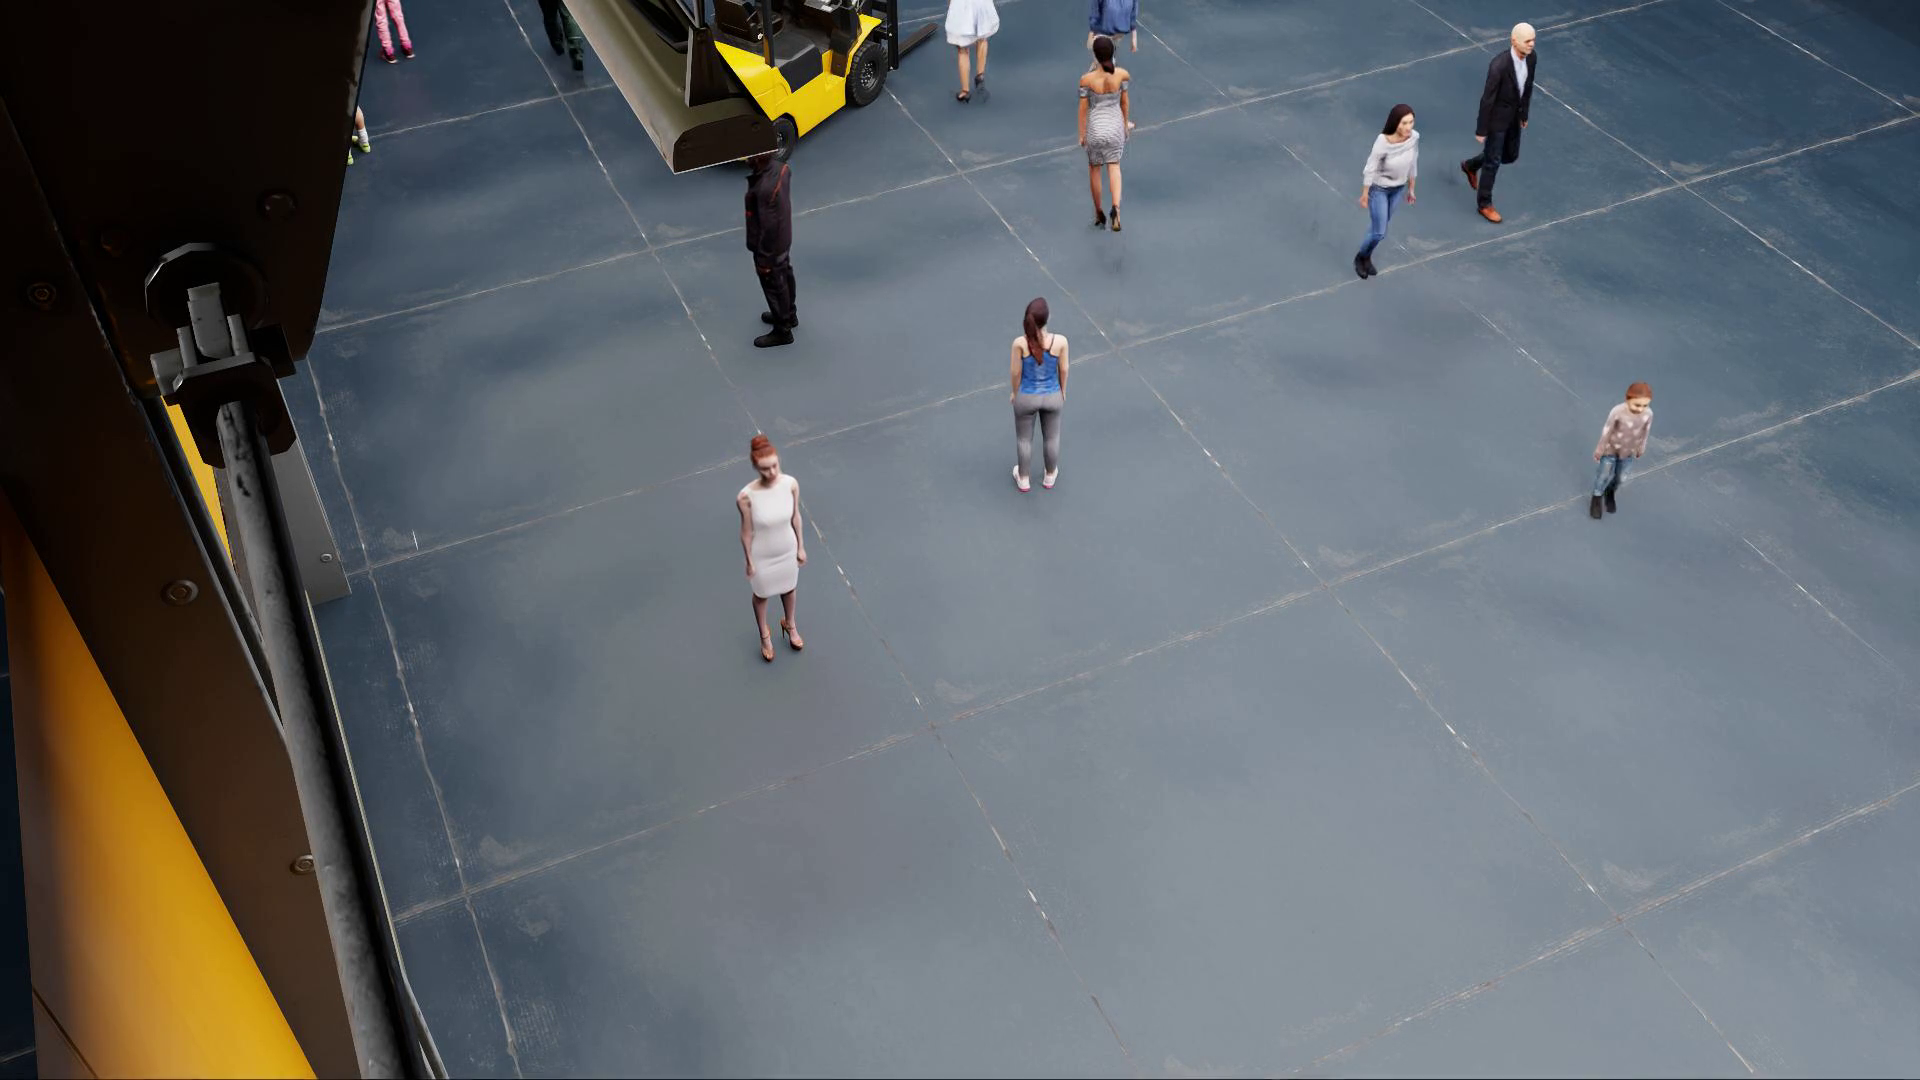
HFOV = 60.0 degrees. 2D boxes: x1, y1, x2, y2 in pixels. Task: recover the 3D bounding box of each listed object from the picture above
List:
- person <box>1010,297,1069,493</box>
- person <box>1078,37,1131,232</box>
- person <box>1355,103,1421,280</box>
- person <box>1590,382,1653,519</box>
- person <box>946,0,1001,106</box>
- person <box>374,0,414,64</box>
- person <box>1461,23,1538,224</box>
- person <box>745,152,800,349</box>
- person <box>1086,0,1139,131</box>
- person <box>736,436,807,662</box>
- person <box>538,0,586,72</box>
[{"bbox_3d":[0.555,-1.025,11.829,0.629,1.609,0.633,-3,44,-3],"label":"person"},{"bbox_3d":[1.239,-3.380,14.156,0.749,1.809,0.861,-3,44,-3],"label":"person"},{"bbox_3d":[3.483,-2.932,13.822,0.619,1.621,0.594,-22,48,-21],"label":"person"},{"bbox_3d":[4.666,-0.686,11.779,0.581,1.188,0.619,7,44,7],"label":"person"},{"bbox_3d":[0.114,-5.034,15.910,0.878,1.786,0.993,-3,44,-3],"label":"person"},{"bbox_3d":[-5.804,-5.509,16.656,0.576,1.445,0.561,-29,51,-27],"label":"person"},{"bbox_3d":[4.685,-3.699,14.504,0.737,1.792,0.913,-23,48,-22],"label":"person"},{"bbox_3d":[-1.462,-2.356,13.075,0.852,1.817,0.735,5,44,5],"label":"person"},{"bbox_3d":[1.363,-4.767,15.740,0.723,1.633,1.193,-23,48,-22],"label":"person"},{"bbox_3d":[-1.186,0.077,10.546,0.565,1.783,0.483,-19,47,-18],"label":"person"},{"bbox_3d":[-3.996,-5.508,16.388,0.692,1.813,1.136,-17,46,-17],"label":"person"}]
